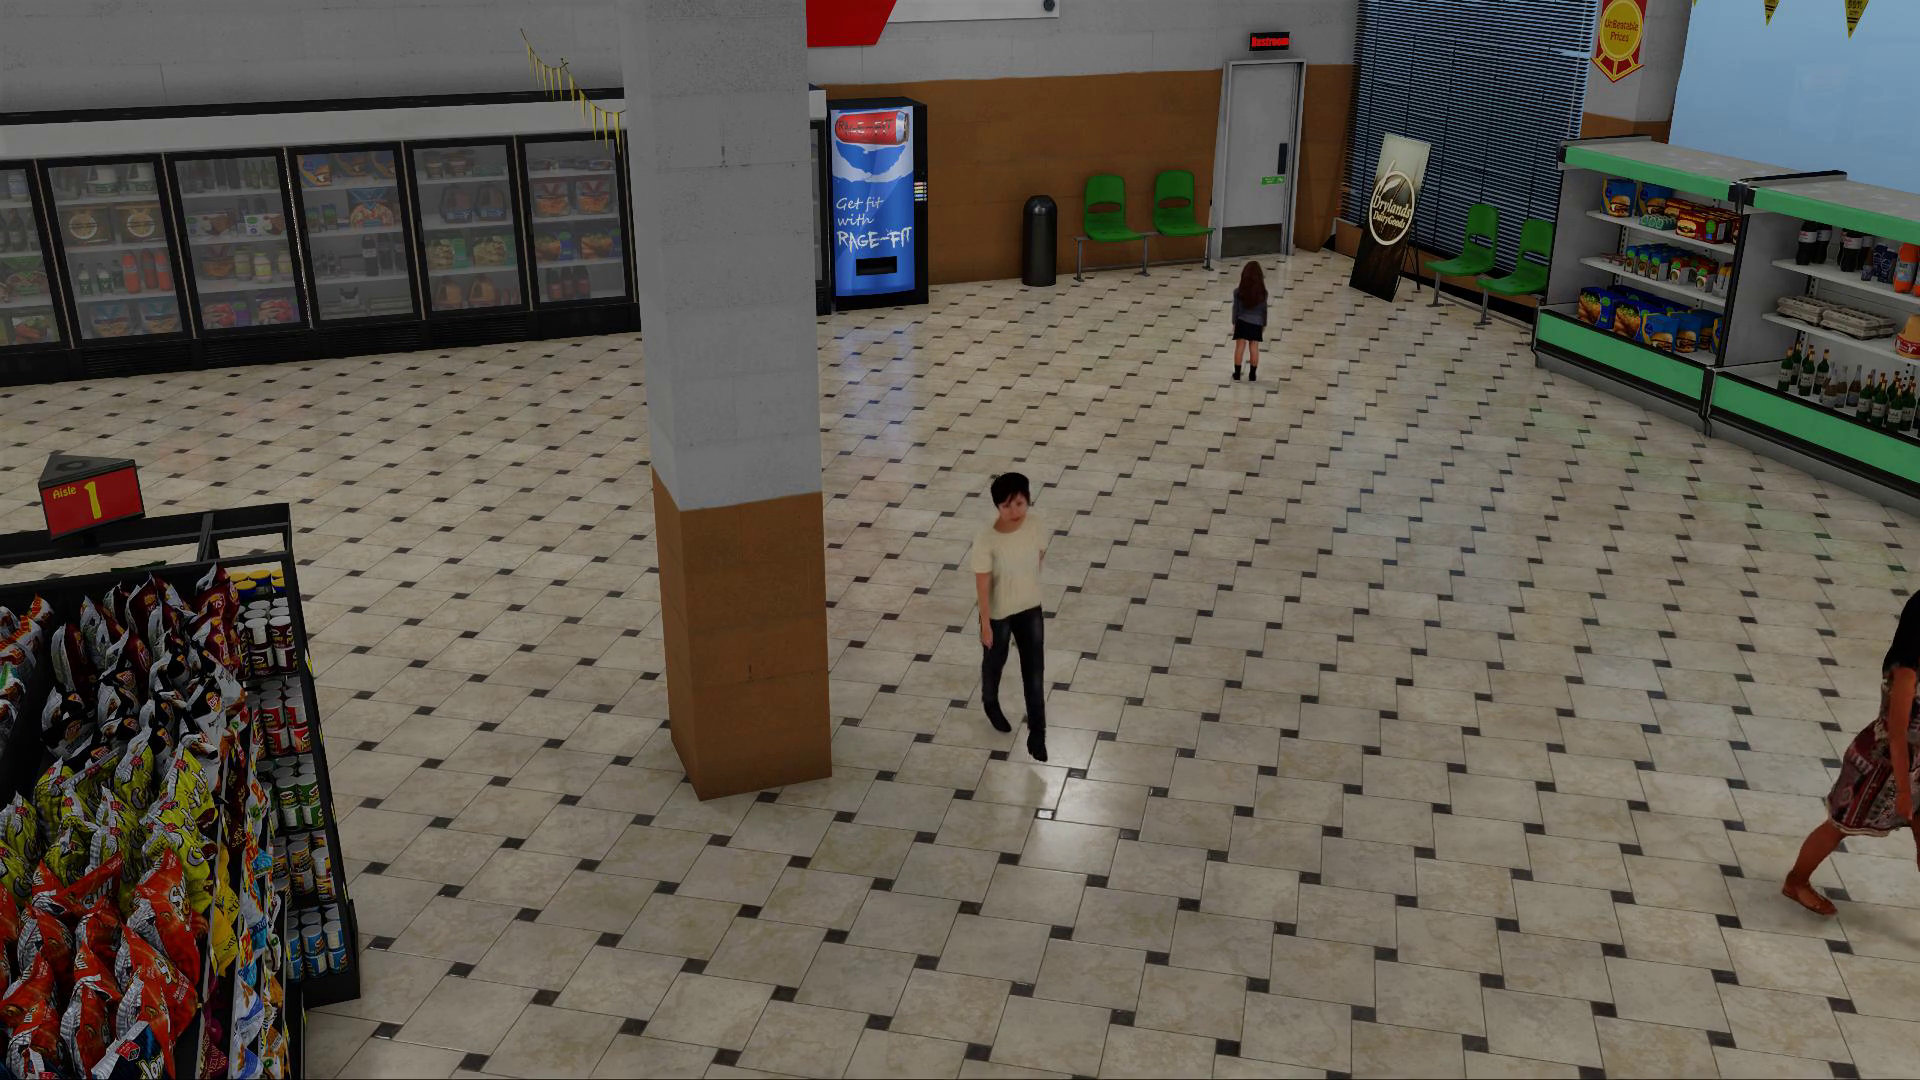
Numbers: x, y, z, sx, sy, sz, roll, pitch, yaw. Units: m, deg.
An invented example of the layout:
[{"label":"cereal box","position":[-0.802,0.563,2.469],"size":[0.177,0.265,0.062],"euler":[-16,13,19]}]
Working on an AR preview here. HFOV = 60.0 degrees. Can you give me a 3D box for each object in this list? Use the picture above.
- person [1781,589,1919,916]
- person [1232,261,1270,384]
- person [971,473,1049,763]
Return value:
[{"label":"person","position":[3.875,0.945,7.089],"size":[0.931,1.604,1.182],"euler":[-19,29,-40]},{"label":"person","position":[2.610,-1.976,15.026],"size":[0.525,1.106,0.542],"euler":[2,22,4]},{"label":"person","position":[0.241,0.349,8.648],"size":[0.628,1.547,0.919],"euler":[-12,25,-28]}]
